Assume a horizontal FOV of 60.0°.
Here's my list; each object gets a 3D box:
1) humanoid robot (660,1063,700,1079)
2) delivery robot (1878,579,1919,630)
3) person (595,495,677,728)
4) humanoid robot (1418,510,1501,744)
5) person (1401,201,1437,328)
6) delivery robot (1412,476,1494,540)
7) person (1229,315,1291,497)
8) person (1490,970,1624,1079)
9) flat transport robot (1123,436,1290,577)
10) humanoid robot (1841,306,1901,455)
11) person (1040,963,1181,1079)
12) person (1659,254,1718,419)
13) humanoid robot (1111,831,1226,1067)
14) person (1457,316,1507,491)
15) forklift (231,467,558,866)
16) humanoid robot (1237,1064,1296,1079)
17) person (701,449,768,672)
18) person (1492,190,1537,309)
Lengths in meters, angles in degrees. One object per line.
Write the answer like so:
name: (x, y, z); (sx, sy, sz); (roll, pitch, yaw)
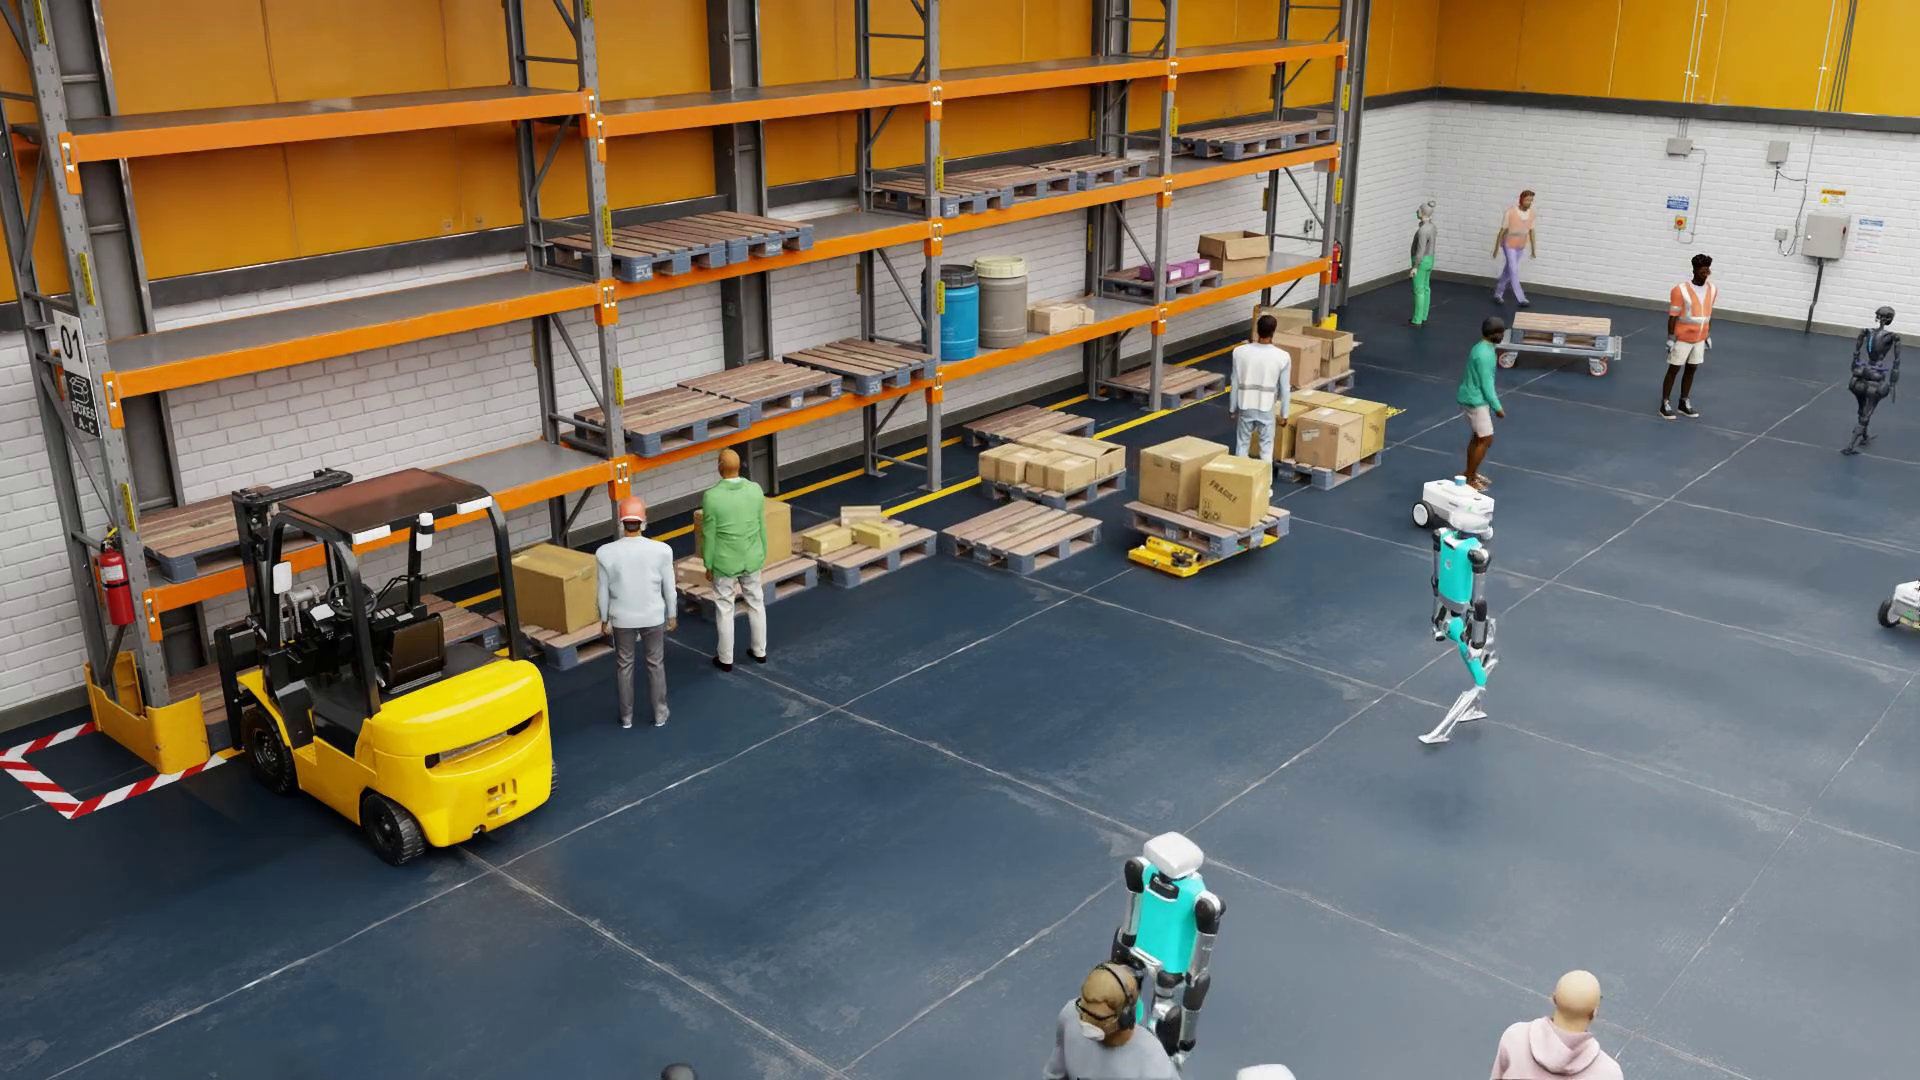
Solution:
humanoid robot: (-0.966, 2.715, 6.238); (0.609, 1.626, 0.750); (-12, 23, -29)
delivery robot: (8.049, 0.529, 13.731); (0.813, 0.612, 0.499); (-9, 22, -22)
person: (-2.329, 0.522, 12.010); (0.572, 1.742, 0.352); (-4, 21, -11)
humanoid robot: (3.647, 0.609, 11.772); (0.942, 1.751, 0.545); (-8, 22, -20)
person: (6.699, -4.012, 24.157); (0.341, 1.837, 0.510); (13, 24, 32)
delivery robot: (4.779, -0.318, 16.022); (0.499, 0.609, 0.813); (-9, 22, -24)
person: (3.012, -1.324, 16.776); (0.608, 1.906, 0.405); (7, 21, 17)
person: (2.316, 2.500, 6.606); (0.541, 1.771, 0.404); (14, 24, 33)
flat transport robot: (2.284, 0.009, 15.525); (1.431, 0.231, 0.659); (-18, 27, -40)
humanoid robot: (10.103, -1.777, 18.374); (0.750, 1.626, 0.585); (-10, 22, -25)
person: (0.487, 2.485, 6.473); (0.970, 1.897, 0.639); (-12, 23, -29)
person: (8.608, -2.403, 19.613); (0.613, 1.963, 0.361); (-6, 21, -15)
humanoid robot: (0.738, 2.208, 7.479); (1.023, 1.736, 0.544); (-17, 26, -39)
person: (5.363, -1.401, 17.109); (0.486, 1.831, 0.503); (8, 22, 21)
forklift: (-3.730, 0.710, 10.856); (2.313, 2.155, 1.214); (17, 26, 38)
humanoid robot: (0.821, 2.740, 6.015); (0.847, 1.762, 0.580); (-4, 21, -10)
person: (-1.744, 0.156, 12.956); (0.545, 1.777, 0.385); (-12, 23, -29)
person: (8.509, -4.420, 25.329); (0.589, 1.782, 0.991); (-9, 22, -23)
